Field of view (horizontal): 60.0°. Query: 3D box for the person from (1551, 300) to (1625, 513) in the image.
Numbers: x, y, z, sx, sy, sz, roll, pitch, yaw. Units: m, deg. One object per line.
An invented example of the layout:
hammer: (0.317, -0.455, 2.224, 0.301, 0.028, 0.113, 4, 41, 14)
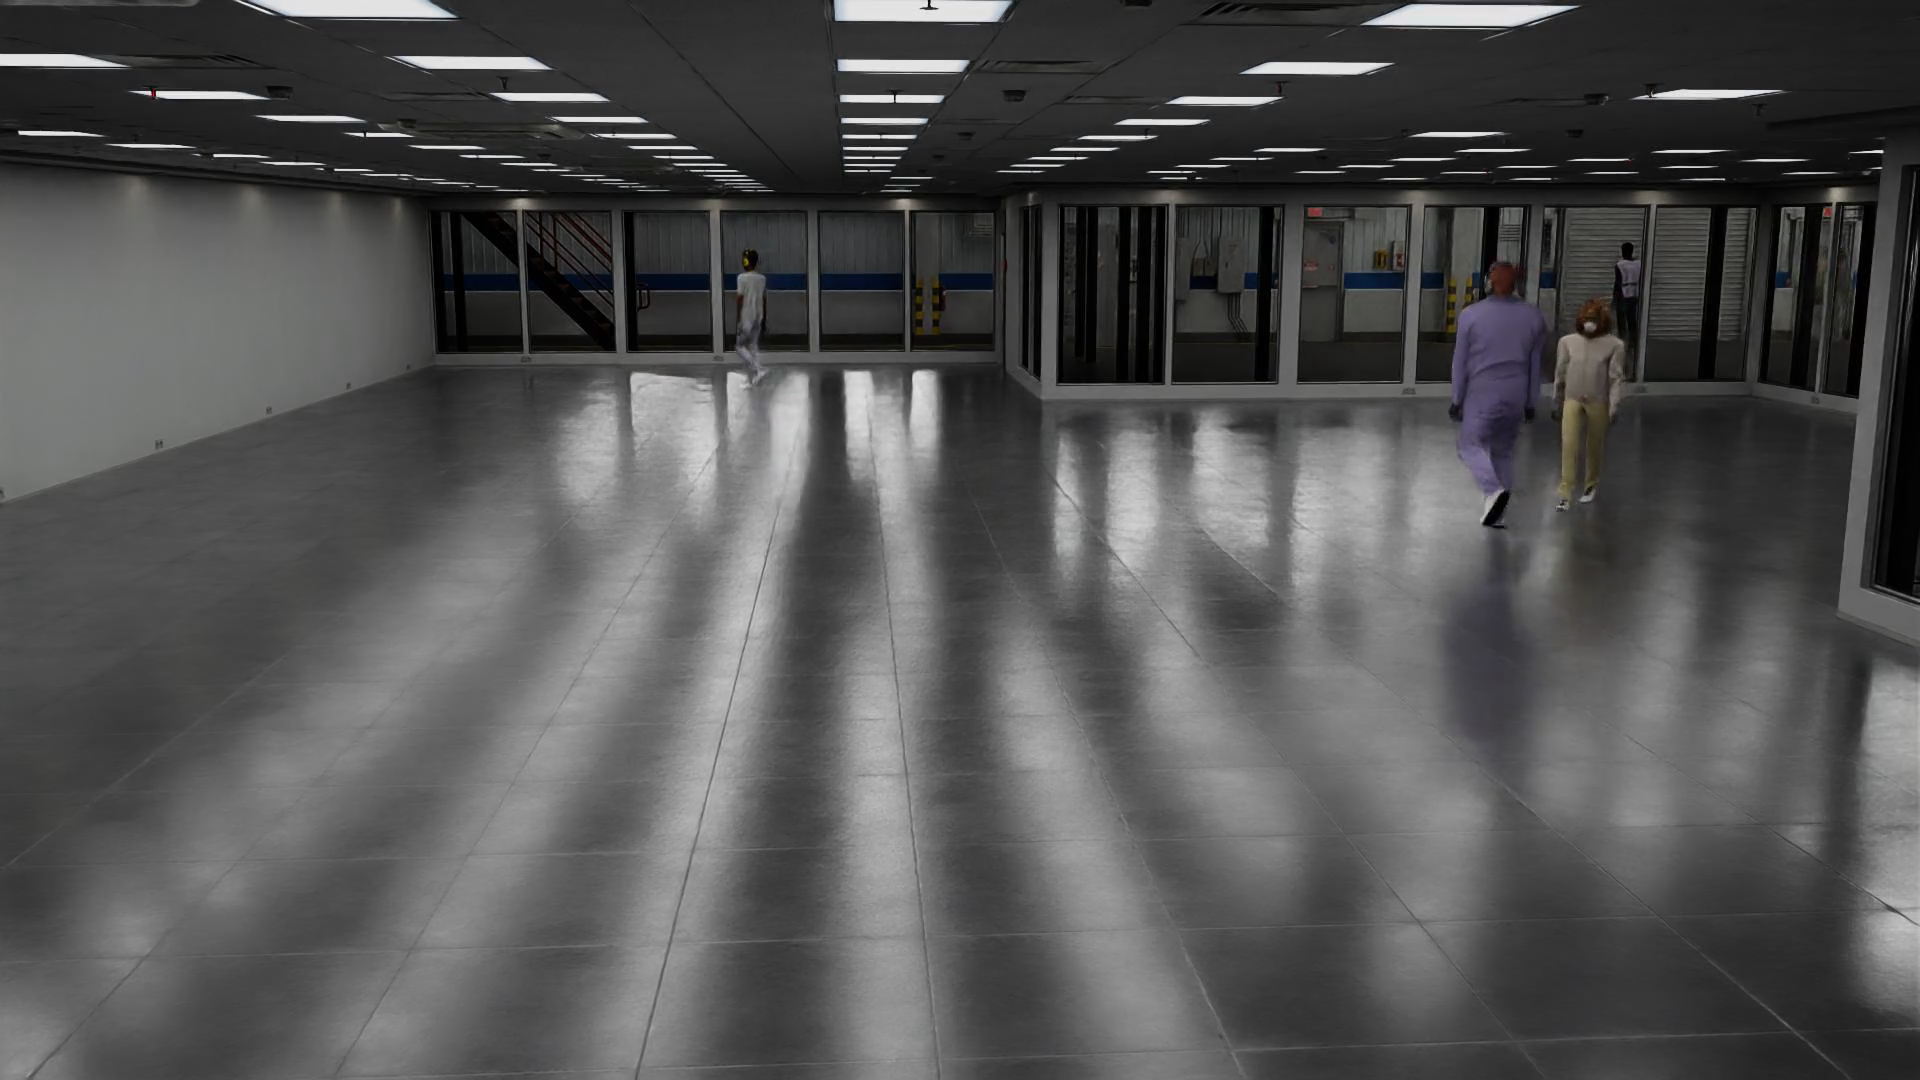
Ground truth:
person: (4.737, -1.020, 12.569, 0.507, 1.583, 0.889, 6, 12, 28)

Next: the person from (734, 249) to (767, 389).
person: (-2.768, -2.909, 22.012, 0.429, 1.856, 0.560, 9, 14, 39)

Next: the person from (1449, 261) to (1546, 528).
person: (3.759, -0.993, 11.602, 0.659, 1.886, 0.535, -2, 11, -10)
